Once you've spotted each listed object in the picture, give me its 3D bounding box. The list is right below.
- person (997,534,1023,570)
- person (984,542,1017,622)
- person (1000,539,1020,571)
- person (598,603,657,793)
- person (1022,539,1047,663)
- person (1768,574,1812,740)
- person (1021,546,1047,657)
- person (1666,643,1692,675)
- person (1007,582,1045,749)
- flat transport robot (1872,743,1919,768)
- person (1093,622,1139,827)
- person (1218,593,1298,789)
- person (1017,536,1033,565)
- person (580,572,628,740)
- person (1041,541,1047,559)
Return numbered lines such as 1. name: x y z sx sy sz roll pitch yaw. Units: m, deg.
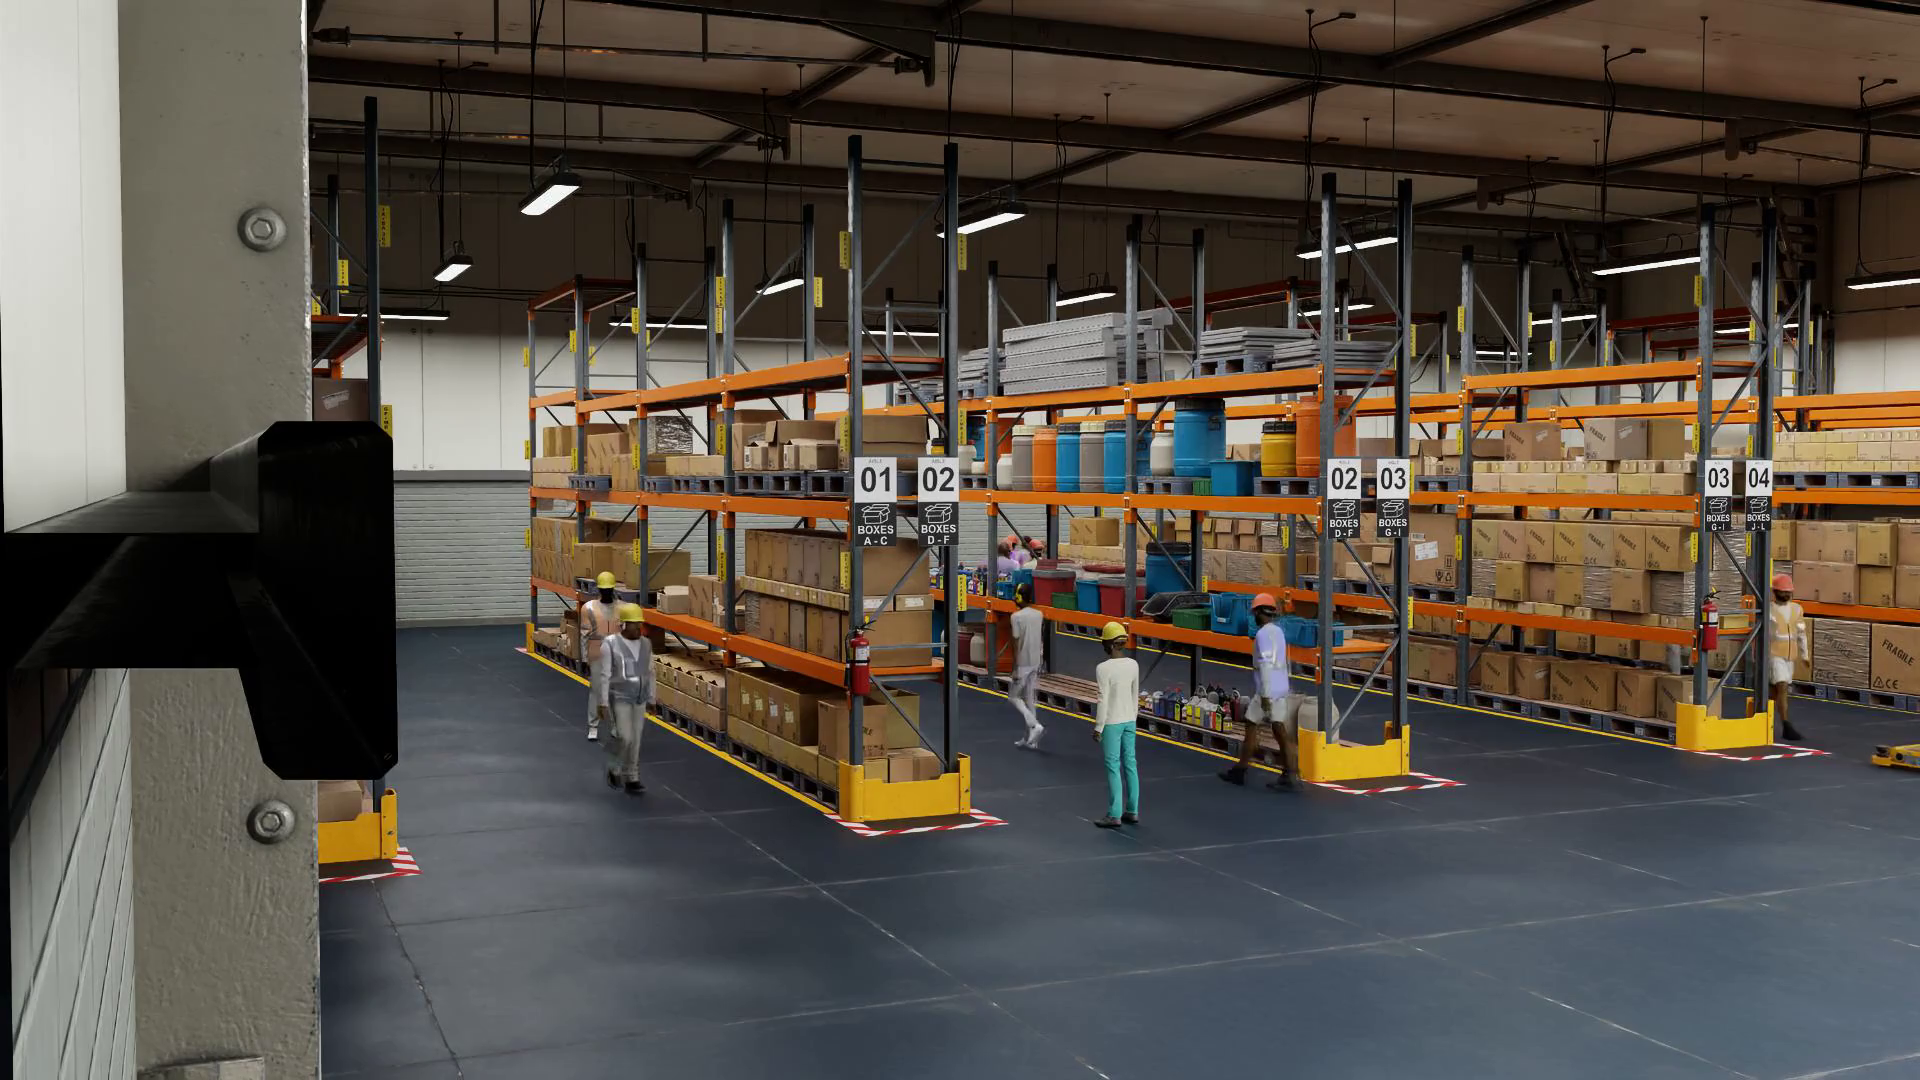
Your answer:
1. person: 0.910 0.839 33.577 0.565 1.882 0.989 0 2 4
2. person: 0.679 0.978 30.256 0.694 1.869 1.040 1 3 29
3. person: 0.764 0.937 30.617 0.577 1.922 0.403 0 2 -13
4. person: -3.143 1.507 17.050 0.429 1.817 0.621 2 3 42
5. person: 1.230 0.981 28.595 0.609 1.991 0.384 -1 3 -32
6. person: 9.523 1.329 20.836 0.545 1.898 0.958 0 2 -12
7. person: 1.354 1.012 29.509 0.670 1.858 0.909 0 2 -12
8. person: 9.921 1.169 24.888 0.645 1.905 0.688 0 2 -10
9. person: 0.752 1.392 19.798 0.510 1.846 0.464 -2 3 -42
10. flat transport robot: 10.119 2.249 18.184 0.652 0.197 1.431 -1 3 -28
11. person: 1.341 1.592 15.538 0.530 1.767 0.328 -2 3 -44
12. person: 2.933 1.466 17.445 0.920 1.872 0.609 1 3 33
13. person: 1.216 0.837 34.559 0.646 1.812 0.866 1 2 15
14. person: -4.048 1.322 20.523 0.594 1.924 0.382 -1 2 -21
15. person: 1.690 0.839 36.901 0.498 1.633 0.286 2 3 35
